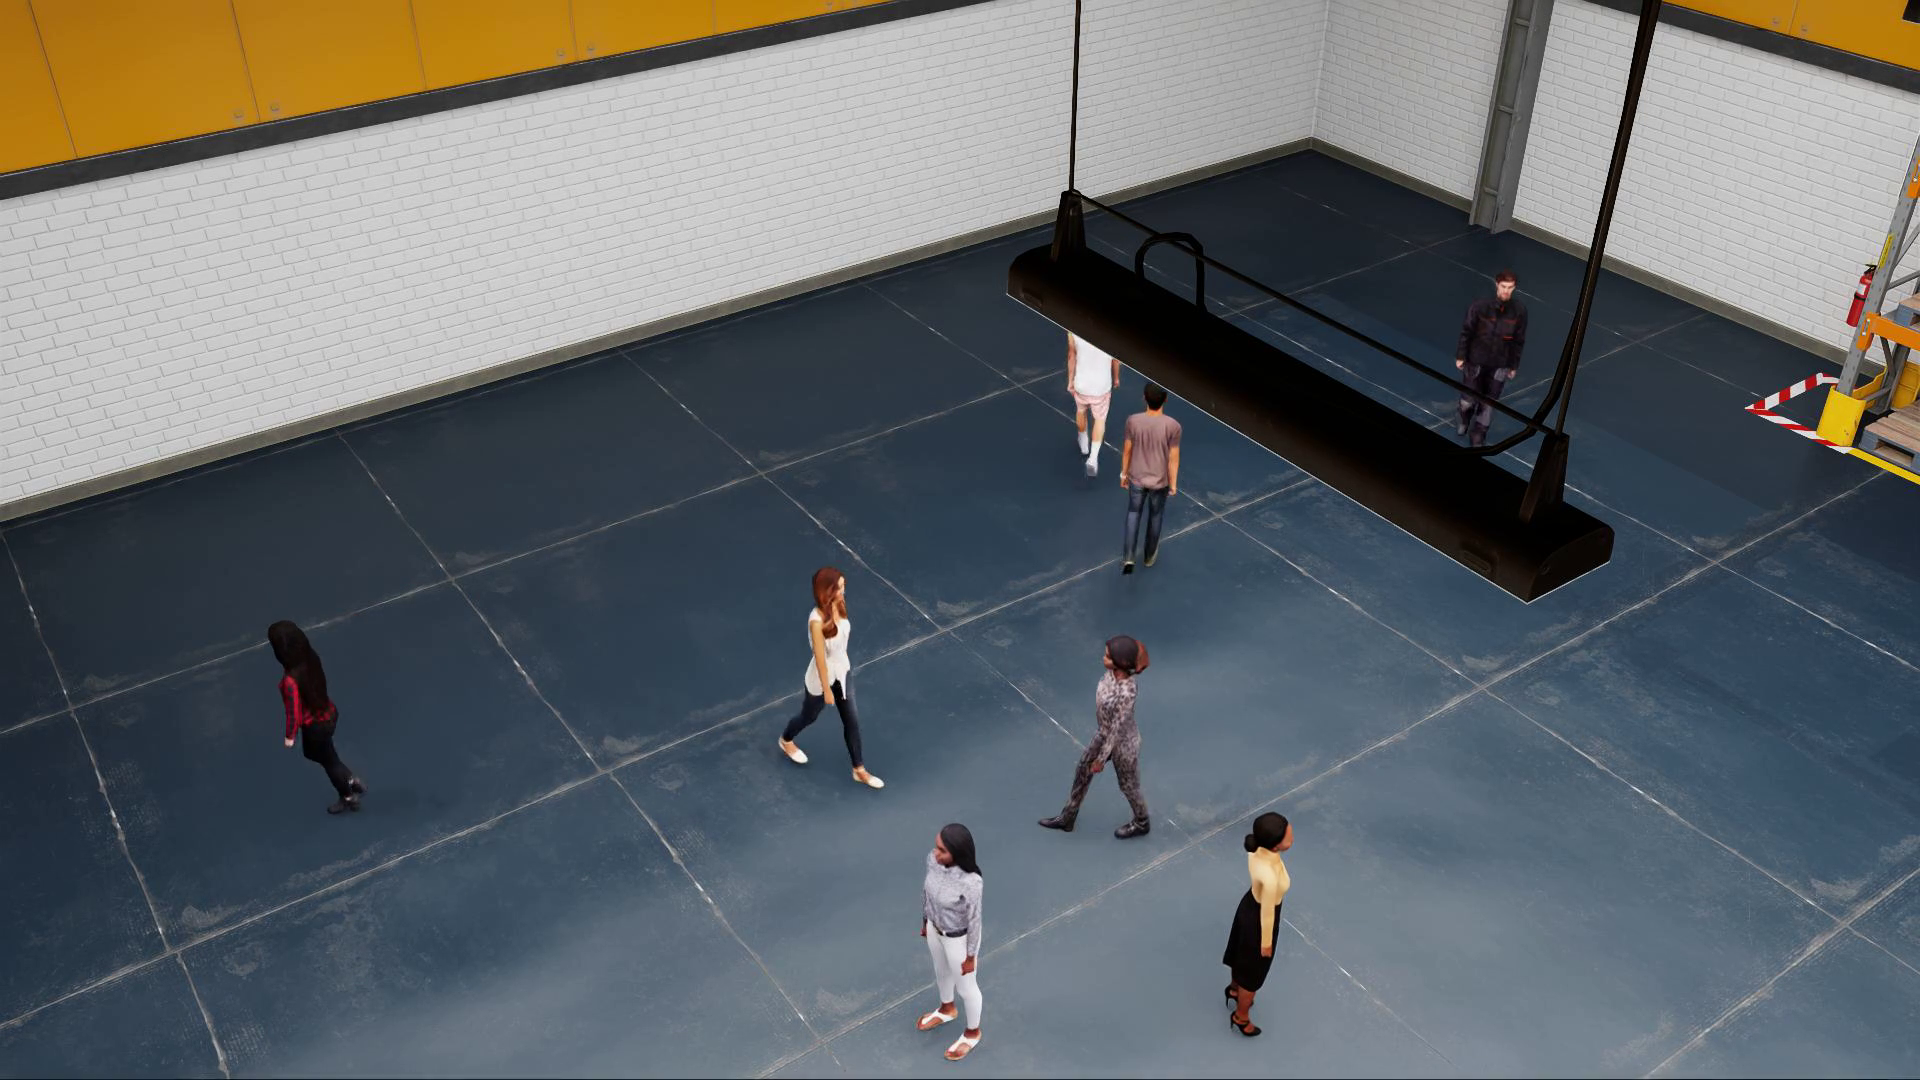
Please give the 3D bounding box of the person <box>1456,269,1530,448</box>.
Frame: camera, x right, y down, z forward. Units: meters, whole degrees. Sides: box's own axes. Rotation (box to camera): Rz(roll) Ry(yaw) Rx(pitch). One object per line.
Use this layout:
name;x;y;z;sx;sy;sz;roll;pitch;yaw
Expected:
person;4.917;-1.696;15.492;0.917;1.830;0.976;5;34;8

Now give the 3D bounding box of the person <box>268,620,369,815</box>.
person;-4.267;1.228;11.263;0.760;1.641;0.686;-5;34;-7

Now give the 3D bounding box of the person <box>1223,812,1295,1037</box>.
person;1.738;2.238;9.734;0.718;1.652;0.633;-1;34;-1

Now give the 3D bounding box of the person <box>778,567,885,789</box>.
person;-1.009;0.941;11.597;1.184;1.748;0.901;18;38;25

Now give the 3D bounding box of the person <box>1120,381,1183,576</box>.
person;1.548;-0.458;13.692;0.980;1.759;1.004;9;35;14

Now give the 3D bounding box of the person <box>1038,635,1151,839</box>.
person;1.137;1.350;11.040;0.884;1.684;1.013;-7;34;-10

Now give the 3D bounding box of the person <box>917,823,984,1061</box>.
person;-0.038;2.287;9.595;0.665;1.724;0.442;-23;40;-31

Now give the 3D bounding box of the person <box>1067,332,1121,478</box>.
person;1.203;-1.421;15.140;1.081;1.761;1.136;6;34;8
